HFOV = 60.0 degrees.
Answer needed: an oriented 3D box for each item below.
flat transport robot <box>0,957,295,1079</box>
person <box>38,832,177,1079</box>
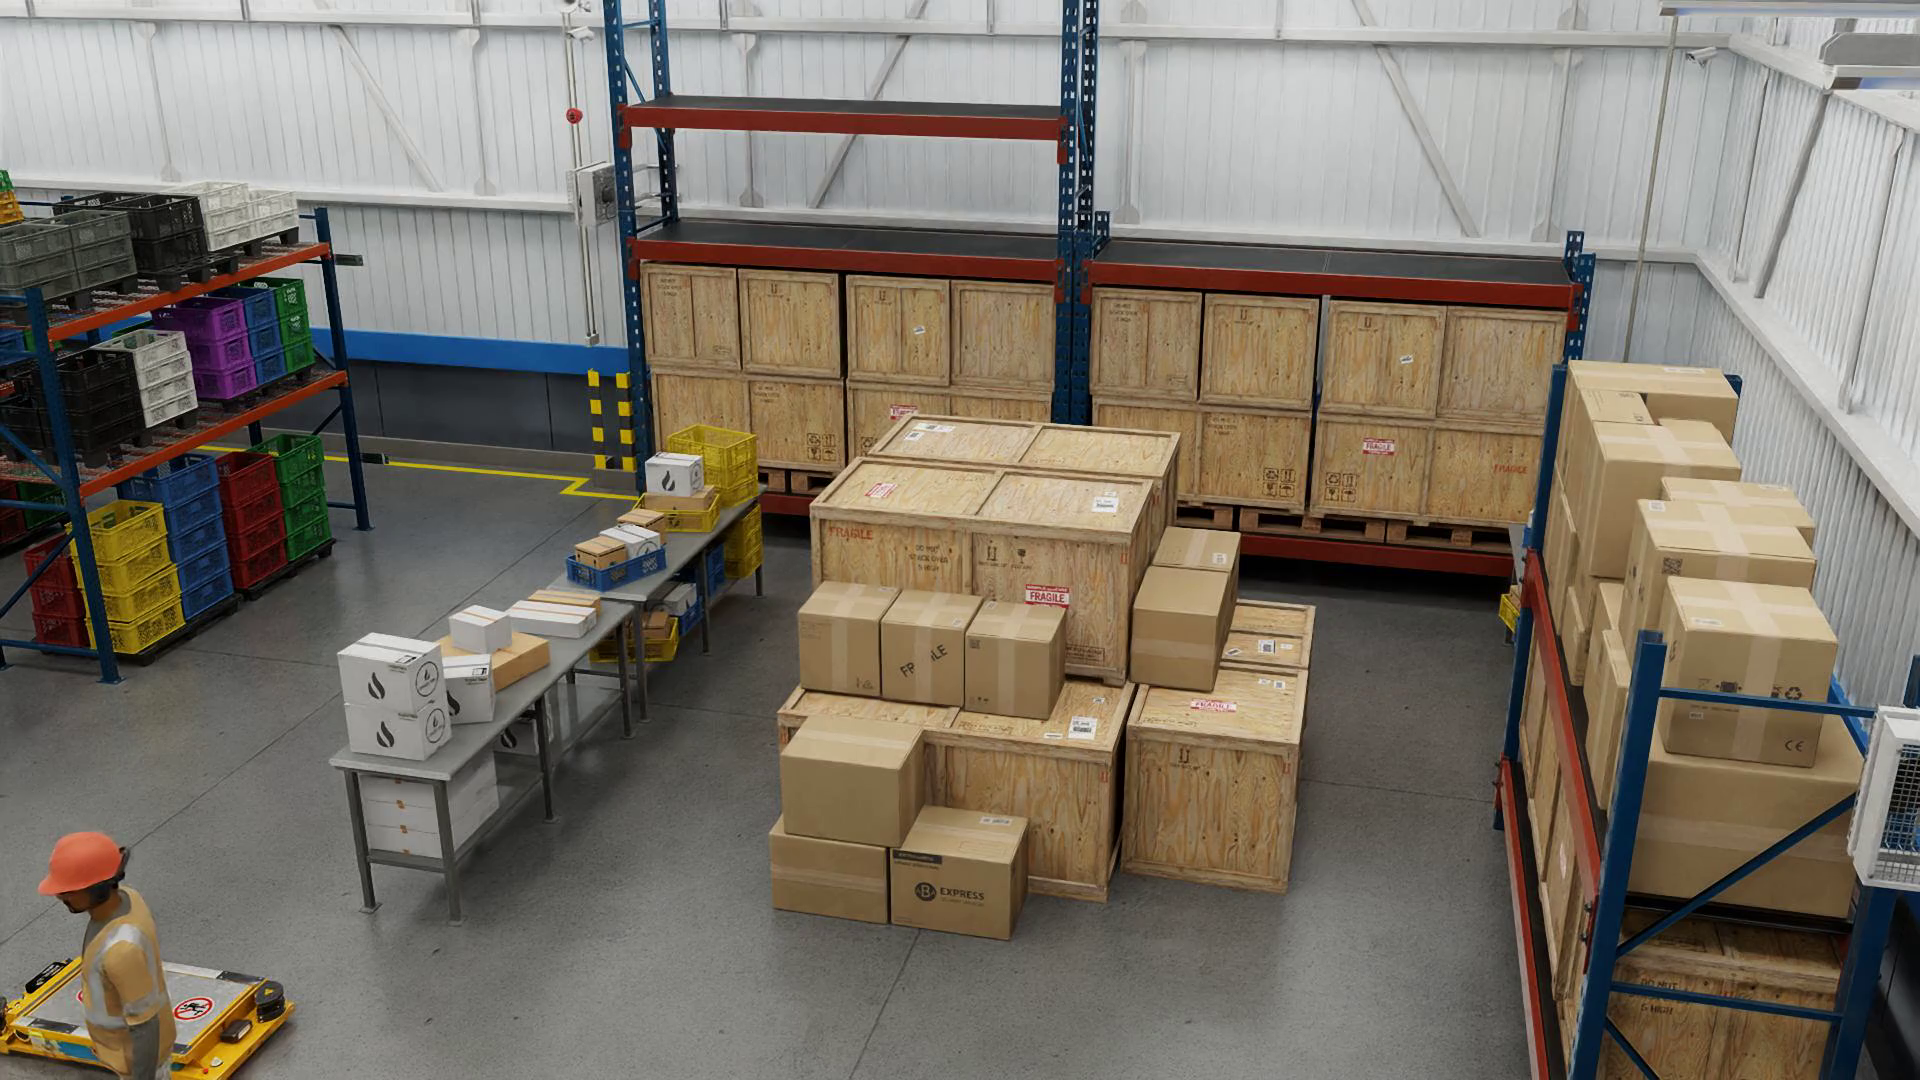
[{"bbox_3d":[-4.270,2.464,8.601,1.431,0.231,0.659,5,22,13],"label":"flat transport robot"},{"bbox_3d":[-3.505,2.127,7.001,0.383,2.039,0.615,-12,24,-28],"label":"person"}]
